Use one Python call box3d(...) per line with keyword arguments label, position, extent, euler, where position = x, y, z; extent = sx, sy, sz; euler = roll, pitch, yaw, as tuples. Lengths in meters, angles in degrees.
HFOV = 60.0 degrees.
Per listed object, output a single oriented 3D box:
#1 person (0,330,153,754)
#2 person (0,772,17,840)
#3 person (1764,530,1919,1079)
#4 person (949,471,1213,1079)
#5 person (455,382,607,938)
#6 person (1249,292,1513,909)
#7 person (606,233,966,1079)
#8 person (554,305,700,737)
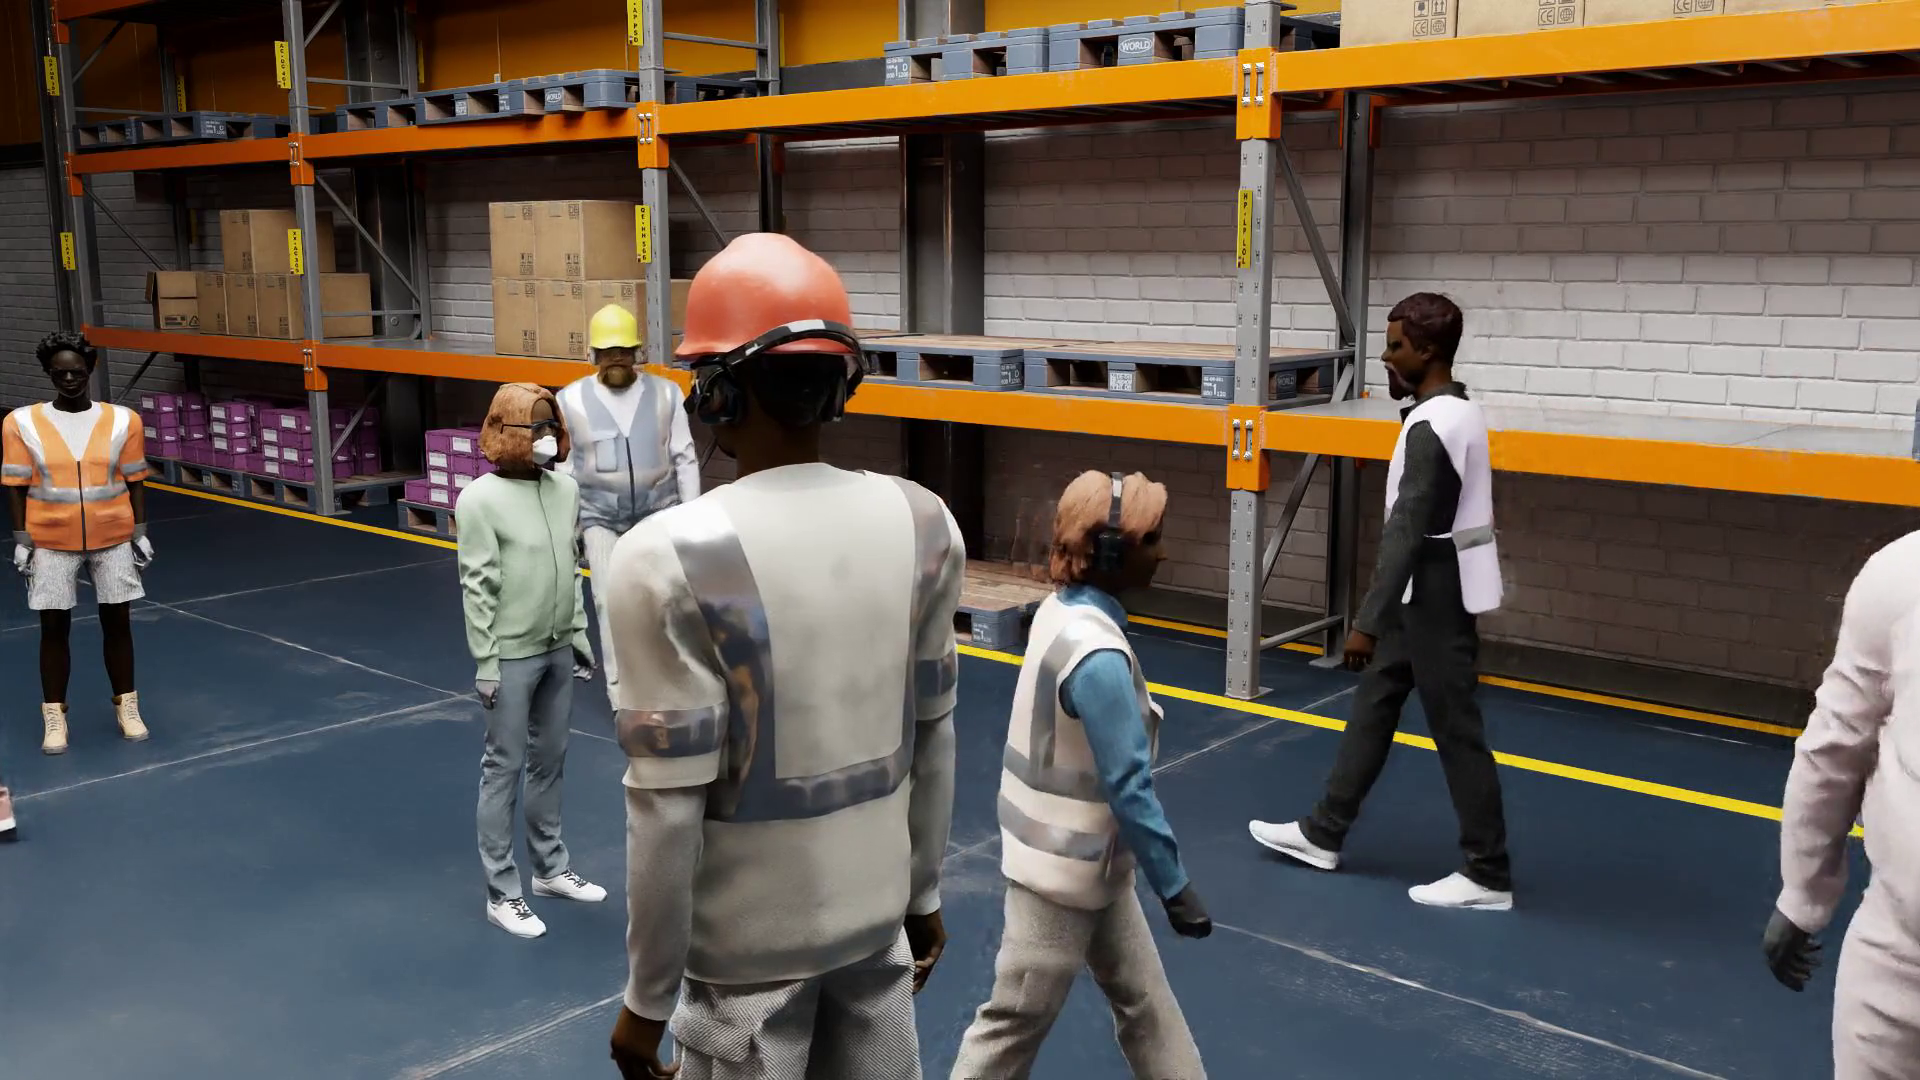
box3d(label="person", position=(-3.552, 0.005, 6.727), extent=(0.530, 1.697, 0.321), euler=(-6, 12, -33))
box3d(label="person", position=(-3.700, 0.149, 5.482), extent=(1.024, 1.844, 0.657), euler=(-1, 10, -6))
box3d(label="person", position=(1.530, 0.660, 2.529), extent=(0.792, 1.874, 0.399), euler=(10, 14, 43))
box3d(label="person", position=(0.287, 0.654, 3.324), extent=(0.849, 1.587, 0.509), euler=(0, 10, 0))
box3d(label="person", position=(-1.280, 0.345, 4.977), extent=(0.285, 1.633, 0.497), euler=(5, 11, 25))
box3d(label="person", position=(1.316, 0.194, 5.124), extent=(0.926, 1.878, 0.618), euler=(4, 11, 20))
box3d(label="person", position=(-0.275, 0.566, 2.553), extent=(0.614, 2.040, 0.391), euler=(-9, 14, -43))
box3d(label="person", position=(-1.438, -0.119, 7.186), extent=(0.596, 1.796, 0.911), euler=(-4, 11, -20))
